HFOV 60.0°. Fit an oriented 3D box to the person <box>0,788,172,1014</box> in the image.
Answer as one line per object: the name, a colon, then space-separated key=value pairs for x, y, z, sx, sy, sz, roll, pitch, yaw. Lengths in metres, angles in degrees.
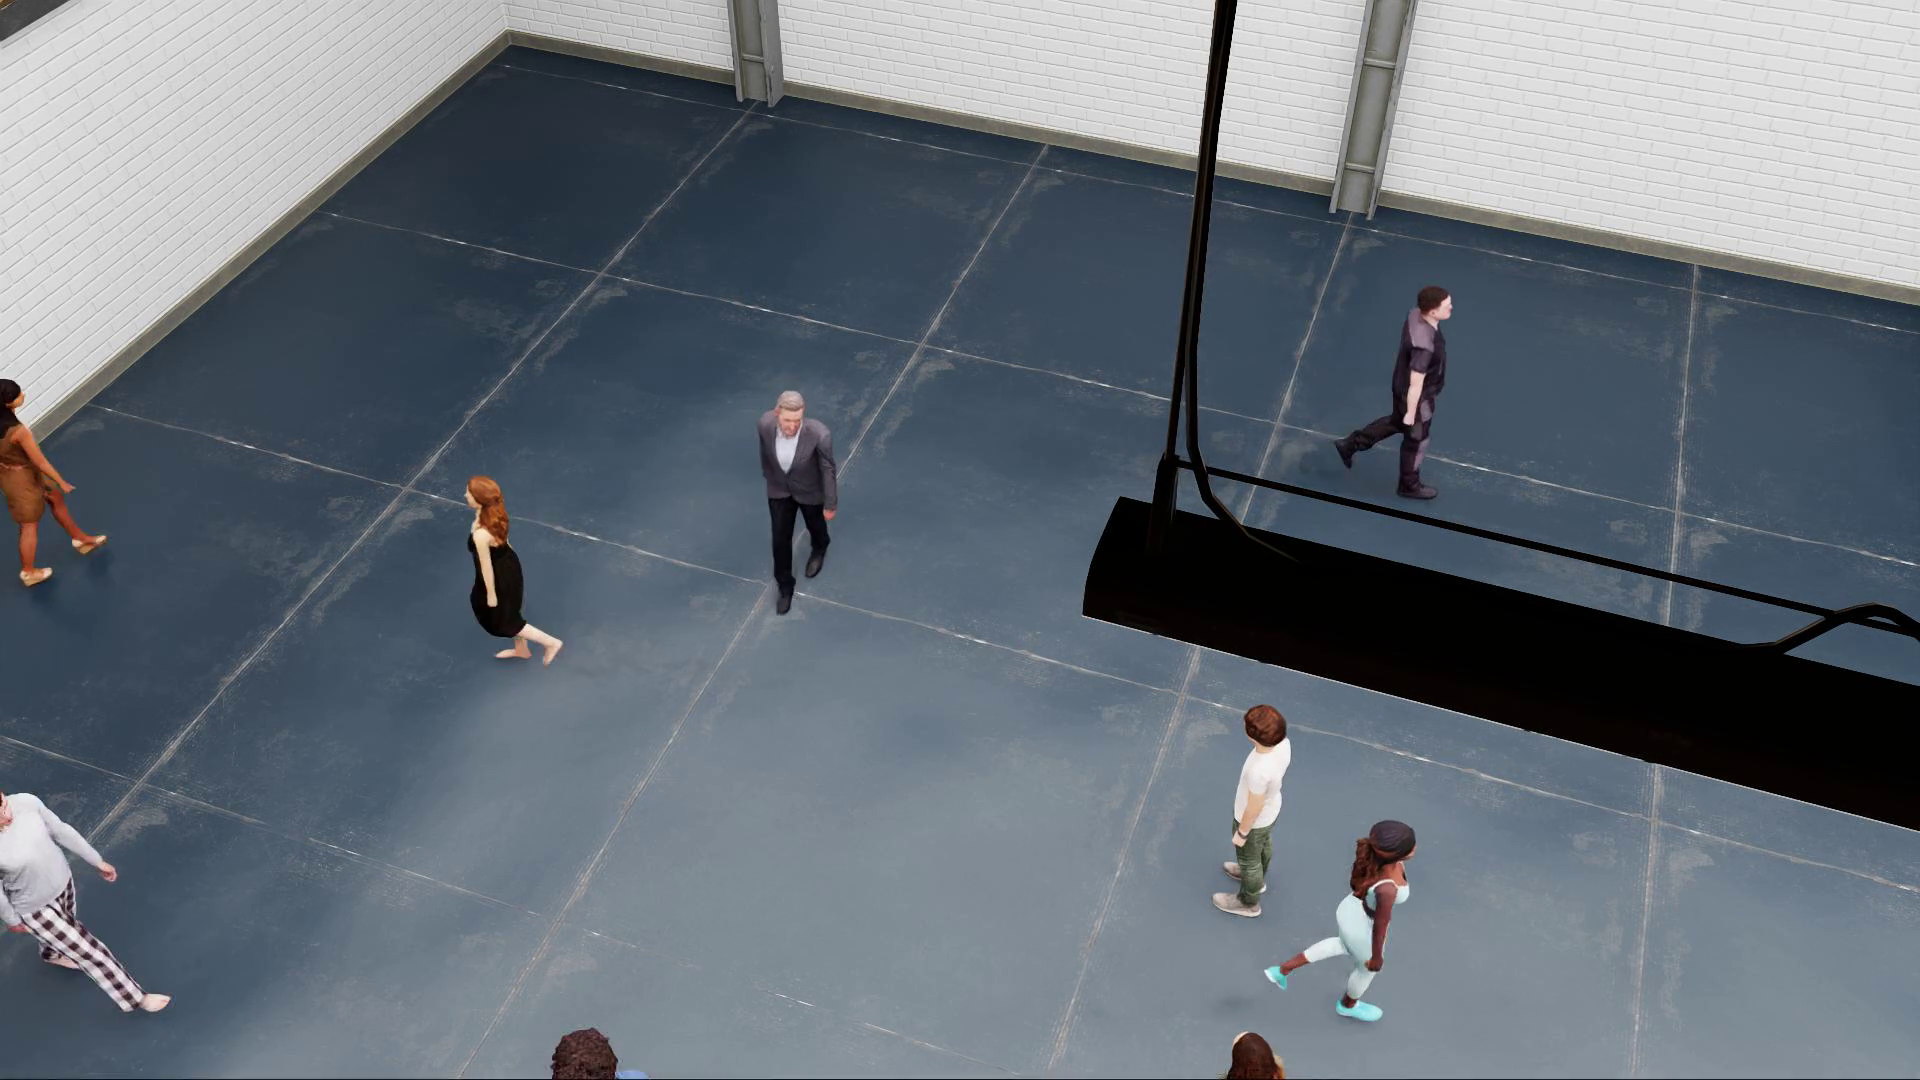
person: x=-4.953 y=1.845 z=8.861 sx=1.176 sy=1.799 sz=0.721 roll=10 pitch=44 yaw=10

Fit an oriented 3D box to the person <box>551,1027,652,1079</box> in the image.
person: x=-1.590 y=2.911 z=7.744 sx=0.841 sy=1.798 sz=0.897 roll=-19 pitch=47 yaw=-19

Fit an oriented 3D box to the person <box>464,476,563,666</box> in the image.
person: x=-2.873 y=0.239 z=10.683 sx=0.852 sy=1.612 sz=0.714 roll=1 pitch=44 yaw=1

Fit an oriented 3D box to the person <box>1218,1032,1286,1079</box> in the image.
person: x=1.381 y=2.861 z=8.036 sx=0.835 sy=1.467 sz=0.915 roll=-23 pitch=48 yaw=-22

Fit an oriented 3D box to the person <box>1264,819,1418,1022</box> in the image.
person: x=2.037 y=2.026 z=8.738 sx=0.976 sy=1.707 sz=0.752 roll=0 pitch=44 yaw=0

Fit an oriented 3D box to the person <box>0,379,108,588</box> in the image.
person: x=-6.414 y=-0.345 z=11.276 sx=0.875 sy=1.640 sz=0.812 roll=24 pitch=48 yaw=23

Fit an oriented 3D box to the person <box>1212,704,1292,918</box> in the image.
person: x=1.662 y=1.517 z=9.312 sx=0.551 sy=1.653 sz=0.595 roll=18 pitch=46 yaw=18

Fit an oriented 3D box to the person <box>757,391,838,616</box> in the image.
person: x=-1.089 y=-0.396 z=11.213 sx=0.986 sy=1.800 sz=0.908 roll=11 pitch=45 yaw=12

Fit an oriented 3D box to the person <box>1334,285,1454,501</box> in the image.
person: x=3.162 y=-1.066 z=11.894 sx=1.099 sy=1.831 sz=0.856 roll=6 pitch=44 yaw=7
